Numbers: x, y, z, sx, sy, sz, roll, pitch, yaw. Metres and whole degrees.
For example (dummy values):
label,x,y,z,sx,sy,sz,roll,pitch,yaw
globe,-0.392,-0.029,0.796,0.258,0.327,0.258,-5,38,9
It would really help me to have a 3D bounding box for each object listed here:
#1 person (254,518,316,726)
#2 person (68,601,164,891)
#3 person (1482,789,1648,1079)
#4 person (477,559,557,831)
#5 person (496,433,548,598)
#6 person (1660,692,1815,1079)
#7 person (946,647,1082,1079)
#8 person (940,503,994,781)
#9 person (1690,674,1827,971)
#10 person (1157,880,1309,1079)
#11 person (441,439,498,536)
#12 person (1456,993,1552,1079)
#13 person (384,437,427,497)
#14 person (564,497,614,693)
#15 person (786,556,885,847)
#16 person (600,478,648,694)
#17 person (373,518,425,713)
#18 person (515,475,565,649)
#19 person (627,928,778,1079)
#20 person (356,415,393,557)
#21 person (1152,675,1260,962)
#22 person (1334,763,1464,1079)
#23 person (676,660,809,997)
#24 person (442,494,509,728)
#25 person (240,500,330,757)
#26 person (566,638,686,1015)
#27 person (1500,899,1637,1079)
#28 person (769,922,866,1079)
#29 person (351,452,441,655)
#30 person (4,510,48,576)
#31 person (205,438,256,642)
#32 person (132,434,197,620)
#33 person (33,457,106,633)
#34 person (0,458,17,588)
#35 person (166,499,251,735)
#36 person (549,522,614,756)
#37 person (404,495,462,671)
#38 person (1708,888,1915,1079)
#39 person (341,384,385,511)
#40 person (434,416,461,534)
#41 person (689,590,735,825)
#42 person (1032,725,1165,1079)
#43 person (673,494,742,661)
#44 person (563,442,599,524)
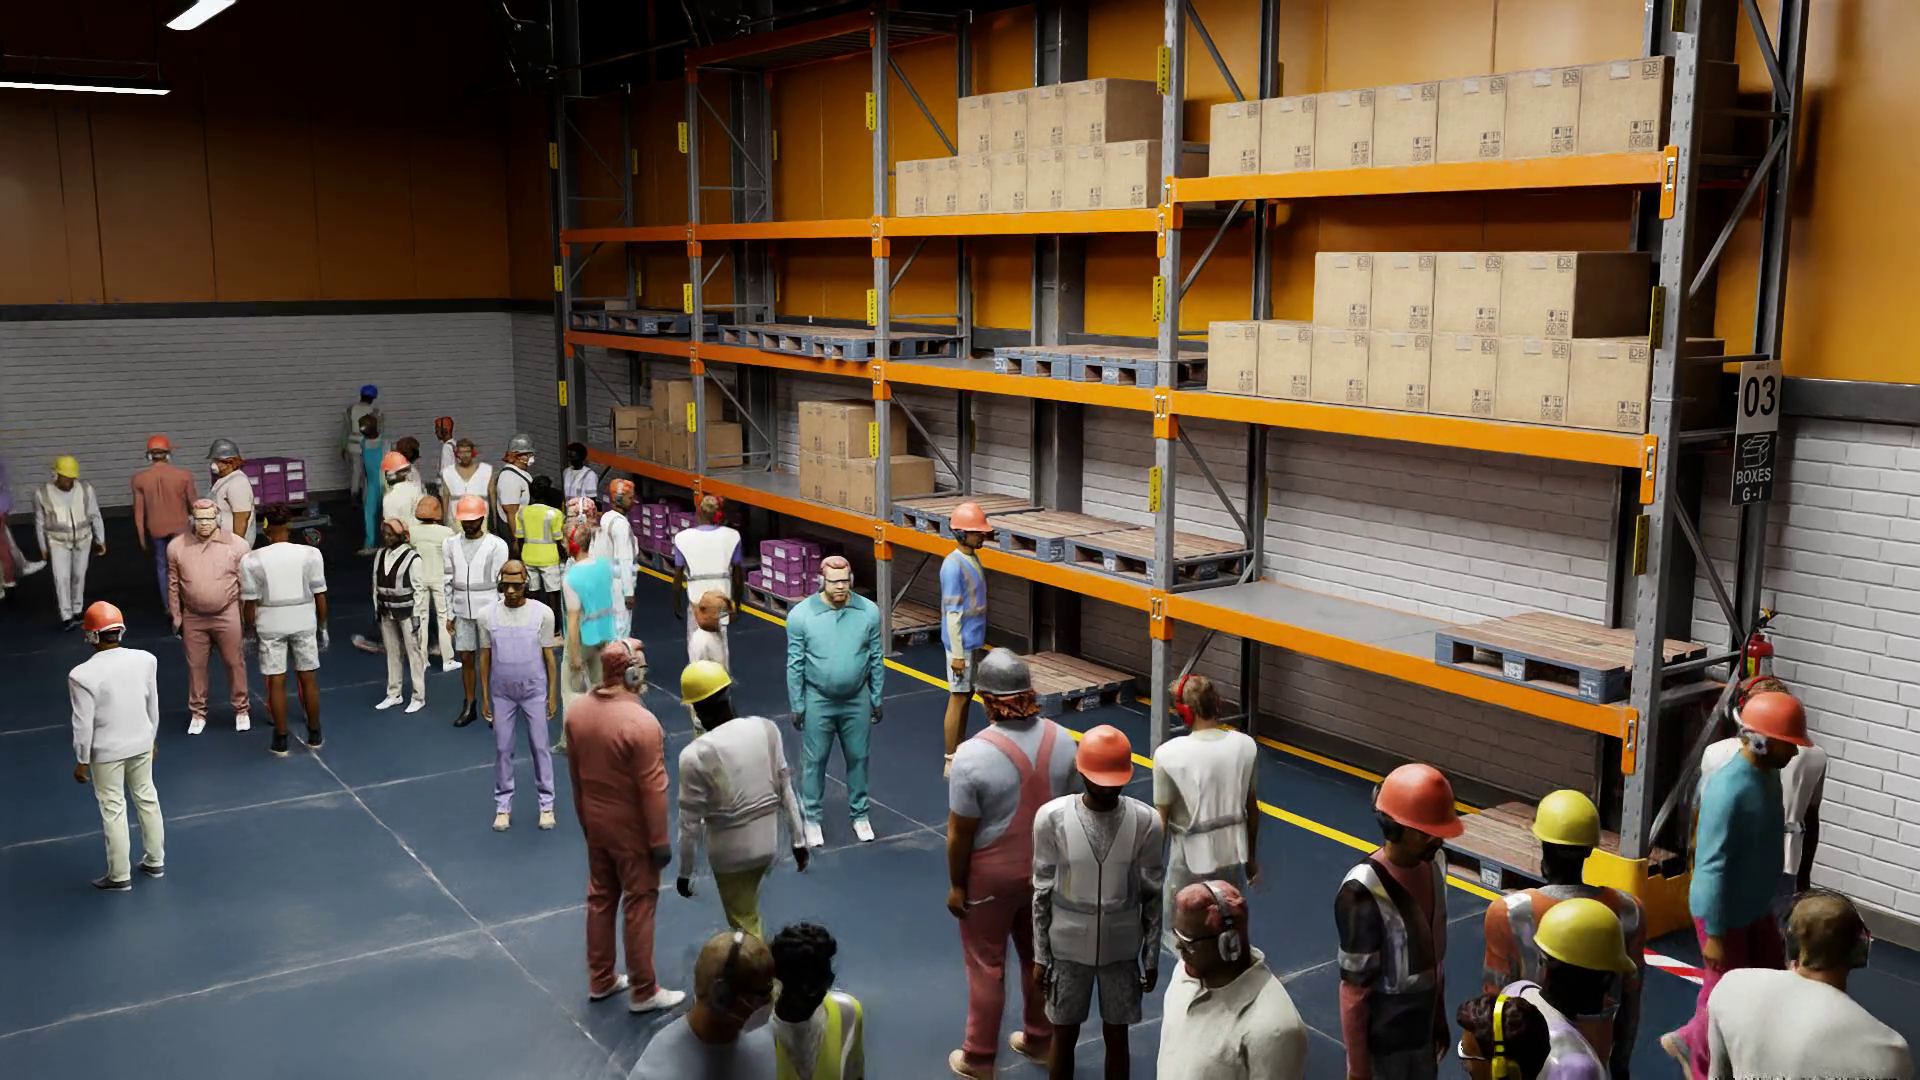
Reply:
label,x,y,z,sx,sy,sz,roll,pitch,yaw
person,-5.518,0.628,13.538,0.534,1.767,0.318,-5,11,-26
person,-5.090,1.233,10.020,0.335,1.753,0.563,5,11,28
person,2.134,1.835,5.979,0.592,1.926,0.366,-1,10,-6
person,-2.922,1.025,11.020,0.502,1.837,0.349,-1,10,-6
person,-4.423,-0.083,16.904,0.535,2.000,0.681,-1,10,-6
person,3.375,1.603,7.205,0.654,1.967,0.490,-9,13,-43
person,0.196,1.483,7.715,0.682,2.000,0.536,-6,12,-33
person,0.062,0.738,12.081,0.377,2.041,0.616,2,10,13
person,3.770,1.555,7.883,0.561,1.838,0.393,1,10,3
person,0.800,1.982,5.228,0.401,1.895,0.653,-4,10,-22
person,-5.362,-0.203,18.211,0.604,1.829,0.457,-1,10,-7
person,1.464,2.116,4.522,0.326,1.865,0.519,2,10,13
person,-6.057,-0.233,18.413,0.543,1.823,0.659,-8,13,-39
person,-2.977,0.600,13.316,0.399,1.901,0.643,0,10,0
person,-0.794,1.036,10.764,0.646,1.899,0.399,-3,10,-16
person,-2.966,0.401,14.517,0.339,1.884,0.581,-5,11,-26
person,-4.692,0.625,13.921,0.514,1.643,0.307,4,11,24
person,-4.056,0.218,16.145,0.536,1.696,0.322,3,10,20
person,-0.773,2.045,4.925,1.056,1.878,0.654,8,12,38
person,-7.400,-0.674,21.057,0.562,1.796,0.883,2,10,13
person,1.182,1.551,7.967,0.671,1.817,0.501,-5,11,-27
person,1.600,1.777,6.029,0.410,2.029,0.619,9,13,44
person,-1.110,1.499,8.088,0.726,1.873,0.672,8,13,40
person,-3.889,0.579,13.381,0.542,1.929,0.395,1,10,7
person,-5.146,0.670,12.710,0.613,1.961,0.367,-5,11,-29
person,-1.678,1.432,8.412,0.651,1.904,0.403,8,12,38
person,1.793,2.003,5.045,0.398,1.914,0.587,0,10,0
person,-0.556,2.039,5.486,0.546,1.683,0.356,-4,10,-21
person,-5.421,0.137,15.873,0.991,1.946,0.619,3,10,19
person,-11.420,-0.424,19.615,0.481,1.807,0.976,9,14,44
person,-7.212,0.009,16.364,0.538,2.000,0.684,-6,11,-32
person,-8.310,-0.132,17.439,0.620,1.959,0.896,-3,10,-15
person,-9.080,0.033,17.005,0.583,1.766,0.893,-9,13,-42
person,-11.089,-0.357,18.920,0.521,1.907,0.669,-5,11,-25
person,-5.963,0.613,13.254,0.642,1.899,0.395,-2,10,-13
person,-2.781,0.763,12.569,0.772,1.824,0.576,4,10,23
person,-4.843,0.400,15.264,0.507,1.632,0.273,1,10,3
person,2.440,2.012,5.007,0.684,1.911,0.653,-5,11,-28
person,-8.900,-1.365,24.829,0.659,1.905,0.479,-1,10,-4
person,-6.195,-0.565,20.229,0.369,1.878,0.584,-1,10,-7
person,-1.676,1.113,11.127,0.387,1.616,0.538,2,10,11
person,0.571,1.689,6.864,0.548,1.926,0.387,0,10,-1
person,-2.132,0.507,14.099,0.581,1.820,0.602,-2,10,-13
person,-4.362,-0.288,19.137,0.535,1.694,0.319,7,12,36
